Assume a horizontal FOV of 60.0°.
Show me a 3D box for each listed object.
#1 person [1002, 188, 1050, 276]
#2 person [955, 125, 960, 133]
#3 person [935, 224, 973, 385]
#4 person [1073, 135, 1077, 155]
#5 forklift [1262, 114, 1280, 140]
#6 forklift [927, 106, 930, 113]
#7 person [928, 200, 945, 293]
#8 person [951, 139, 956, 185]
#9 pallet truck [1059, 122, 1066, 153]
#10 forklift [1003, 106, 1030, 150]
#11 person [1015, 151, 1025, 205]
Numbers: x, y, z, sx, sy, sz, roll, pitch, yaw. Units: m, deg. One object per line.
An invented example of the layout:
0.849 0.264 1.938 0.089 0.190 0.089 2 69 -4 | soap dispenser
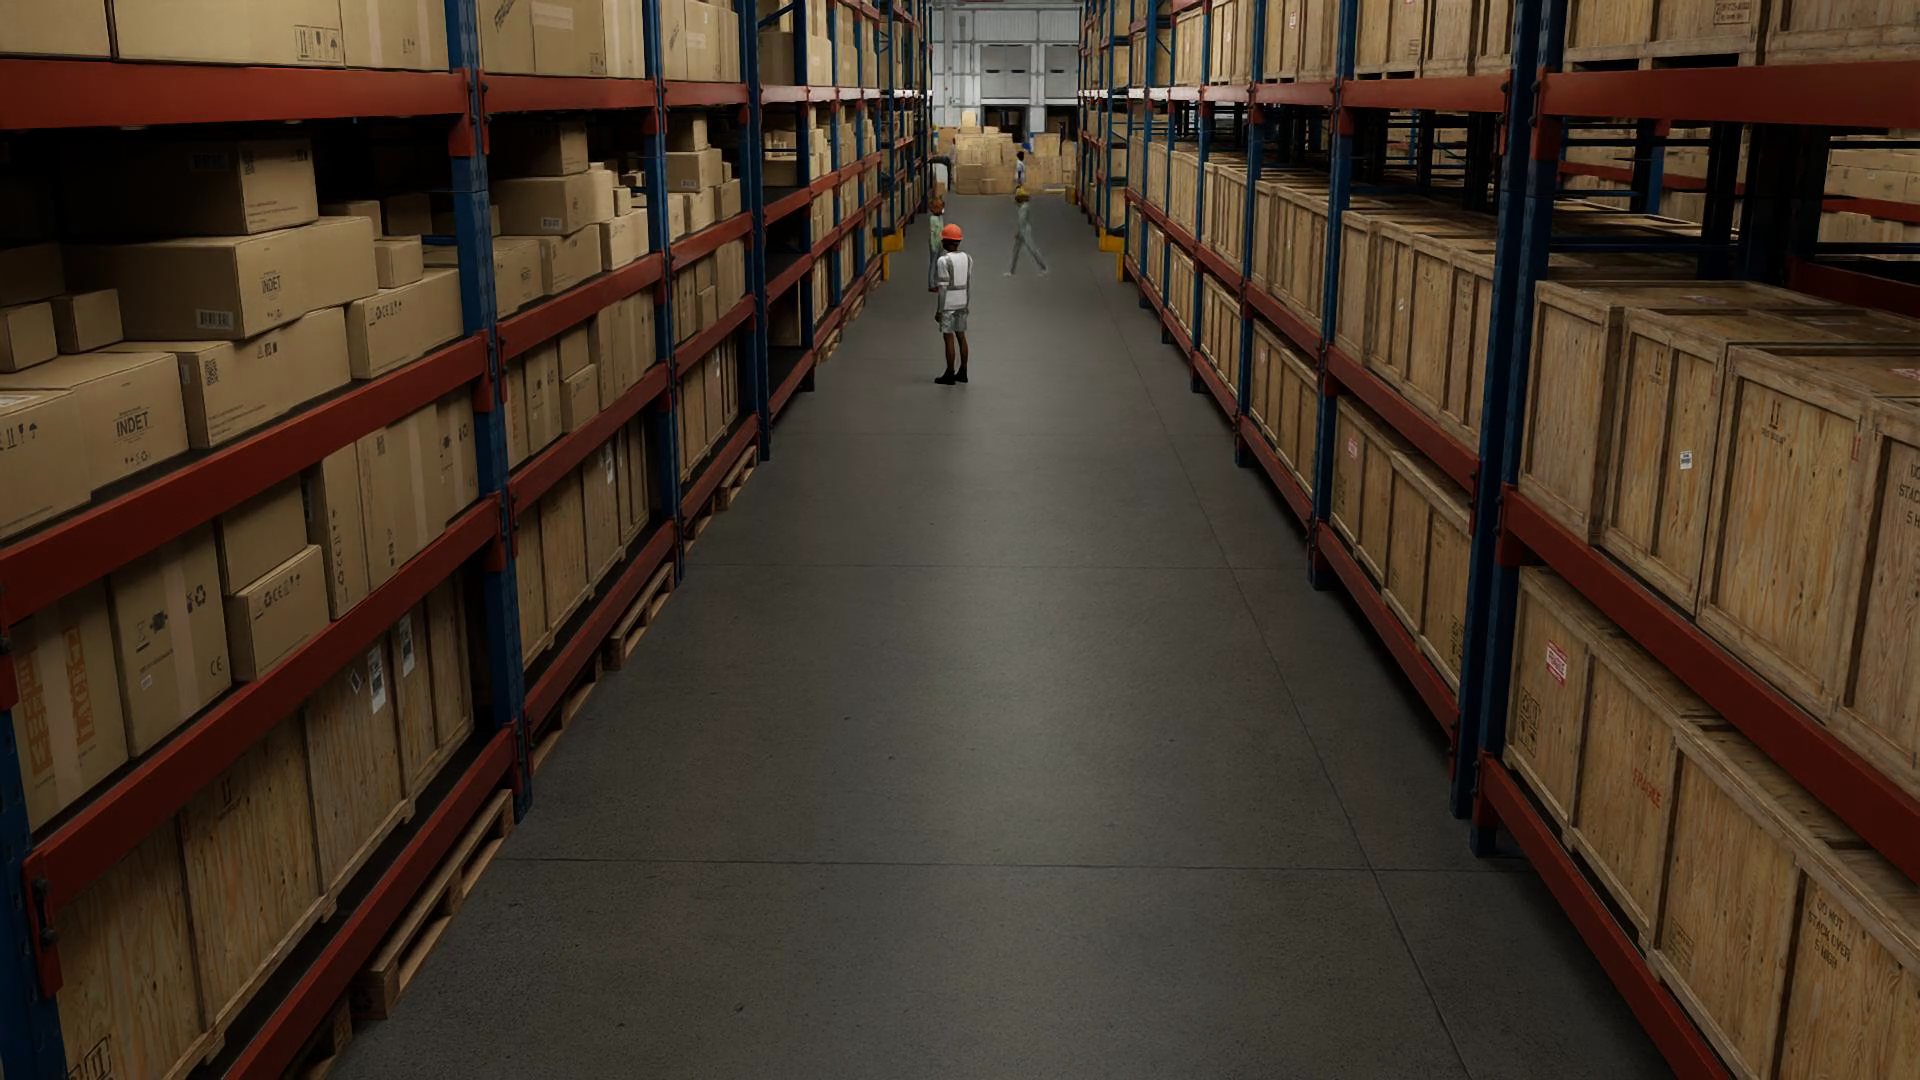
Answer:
1.306 -5.965 32.235 0.903 1.693 0.490 -2 15 -7 | person
-0.103 -19.756 83.122 0.410 1.913 0.618 5 16 18 | person
-0.102 -2.859 20.216 0.356 1.937 0.552 13 20 41 | person
5.173 -17.102 73.694 0.546 1.688 0.363 -3 15 -11 | person
10.932 -13.633 58.517 1.129 2.768 1.873 4 15 13 | forklift
-1.998 -20.666 84.684 1.129 2.768 1.873 0 15 2 | forklift
-0.404 -5.230 29.636 0.278 1.627 0.503 6 16 21 | person
-0.102 -14.540 63.884 0.443 1.826 0.634 -1 15 -5 | person
5.788 -21.111 88.014 1.885 1.965 0.823 5 16 18 | pallet truck
2.624 -20.120 82.651 1.129 2.768 1.873 -7 17 -24 | forklift
1.910 -11.524 52.924 0.322 1.702 0.549 2 15 7 | person
